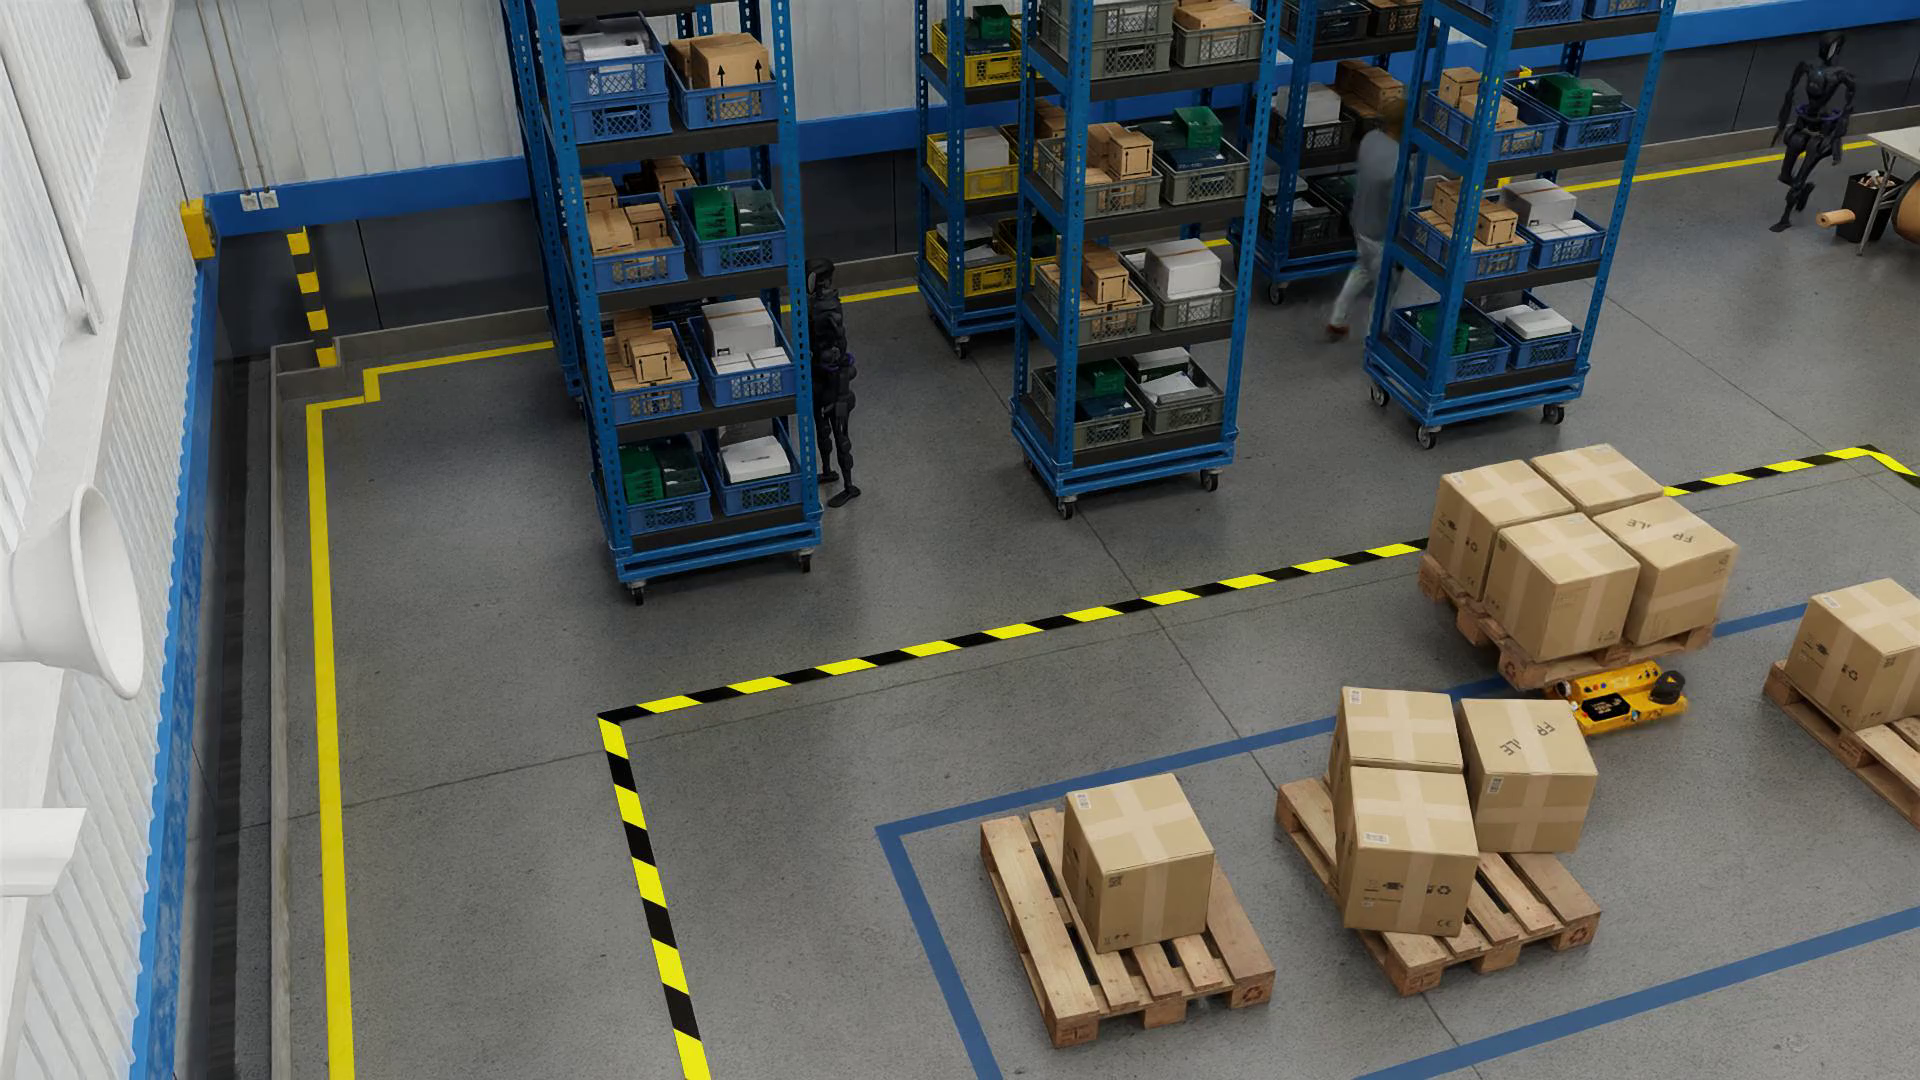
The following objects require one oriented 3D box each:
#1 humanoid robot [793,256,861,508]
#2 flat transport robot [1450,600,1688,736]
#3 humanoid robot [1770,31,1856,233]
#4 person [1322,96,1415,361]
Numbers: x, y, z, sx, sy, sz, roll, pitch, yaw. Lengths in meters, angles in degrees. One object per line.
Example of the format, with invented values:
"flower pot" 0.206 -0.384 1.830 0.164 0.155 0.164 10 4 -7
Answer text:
"humanoid robot" -0.824 -0.974 10.201 0.315 1.657 0.599 -21 40 -27
"flat transport robot" 3.339 0.510 9.308 0.652 0.197 1.431 -11 37 -15
"humanoid robot" 7.026 -3.362 13.613 0.590 1.637 0.601 -23 41 -29
"person" 2.946 -2.163 11.703 0.418 1.920 0.703 -7 36 -9
